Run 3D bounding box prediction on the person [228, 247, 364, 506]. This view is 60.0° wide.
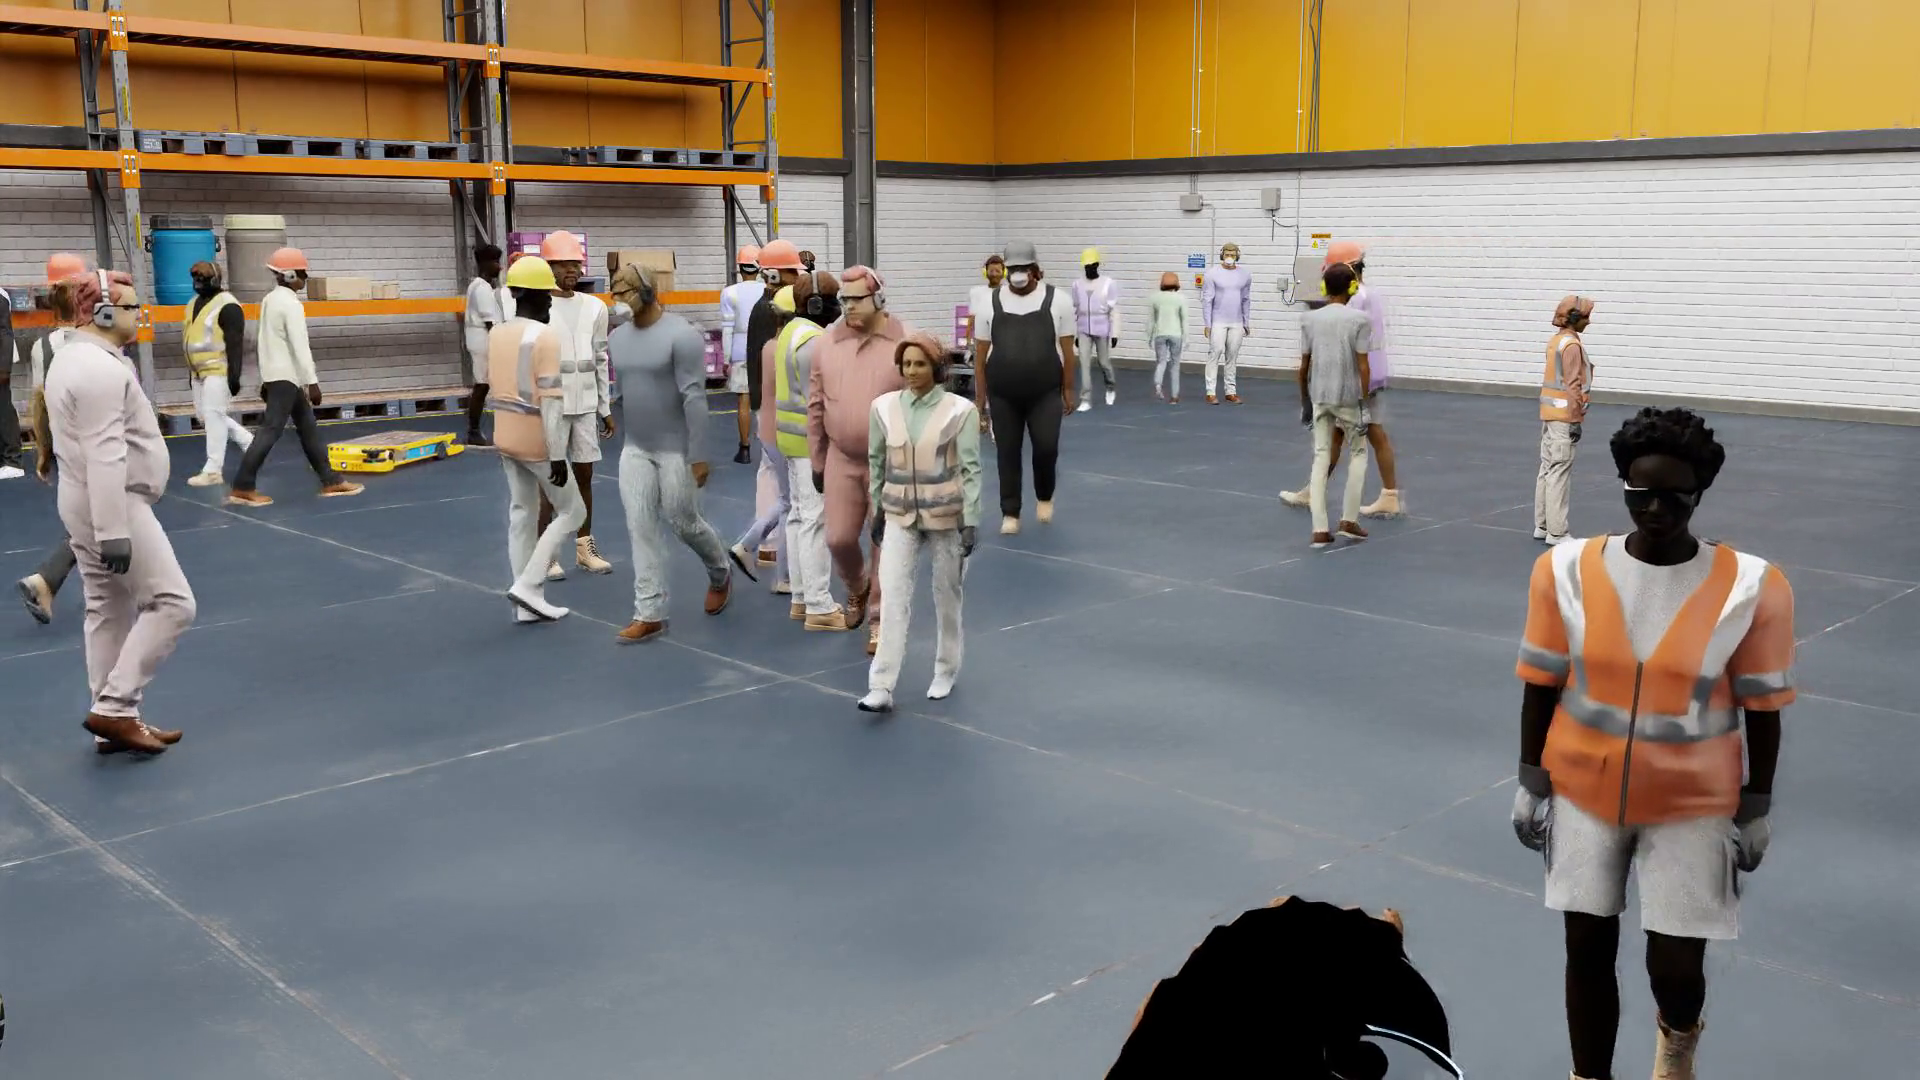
[{"bbox_3d":[-5.101,-1.231,12.558,1.036,1.941,0.640,-8,13,-36],"label":"person"}]

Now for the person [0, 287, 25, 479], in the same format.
[{"bbox_3d":[-8.103,-1.471,13.890,0.595,1.921,0.386,7,12,32],"label":"person"}]

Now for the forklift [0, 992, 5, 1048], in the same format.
[{"bbox_3d":[-3.245,0.323,3.363,2.313,2.155,1.214,2,11,13],"label":"forklift"}]

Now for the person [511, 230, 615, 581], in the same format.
[{"bbox_3d":[-2.323,-0.790,9.833,0.607,2.048,0.370,-9,14,-40],"label":"person"}]

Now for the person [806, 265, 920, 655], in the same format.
[{"bbox_3d":[-0.440,-0.394,8.146,0.642,1.888,0.515,2,11,11],"label":"person"}]

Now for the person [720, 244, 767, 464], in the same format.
[{"bbox_3d":[-1.854,-1.645,14.795,0.546,1.939,0.375,-3,11,-16],"label":"person"}]

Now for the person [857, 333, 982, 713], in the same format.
[{"bbox_3d":[-0.179,-0.056,7.014,0.545,1.598,0.808,3,11,17],"label":"person"}]

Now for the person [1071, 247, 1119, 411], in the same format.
[{"bbox_3d":[1.596,-2.474,19.466,0.594,1.896,0.879,5,11,24],"label":"person"}]

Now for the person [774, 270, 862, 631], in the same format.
[{"bbox_3d":[-0.732,-0.461,8.598,0.429,1.845,0.621,-3,11,-18],"label":"person"}]

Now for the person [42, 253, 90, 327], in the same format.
[{"bbox_3d":[-5.928,-0.999,11.368,0.470,1.902,0.581,-2,11,-8],"label":"person"}]

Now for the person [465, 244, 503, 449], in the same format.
[{"bbox_3d":[-4.387,-1.827,15.770,0.733,1.935,0.618,-3,11,-18],"label":"person"}]

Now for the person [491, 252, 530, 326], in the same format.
[{"bbox_3d":[-3.966,-1.672,15.131,0.574,1.876,0.340,3,11,14],"label":"person"}]

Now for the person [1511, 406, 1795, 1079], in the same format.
[{"bbox_3d":[1.453,0.544,3.548,0.541,1.680,0.401,7,12,32],"label":"person"}]

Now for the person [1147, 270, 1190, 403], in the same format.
[{"bbox_3d":[2.477,-2.426,19.941,0.526,1.608,0.540,3,11,18],"label":"person"}]

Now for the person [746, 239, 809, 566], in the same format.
[{"bbox_3d":[-1.112,-0.838,10.235,0.391,1.992,0.623,-1,10,-3],"label":"person"}]

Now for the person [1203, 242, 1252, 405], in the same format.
[{"bbox_3d":[3.206,-2.594,19.975,0.629,1.937,0.376,-3,11,-17],"label":"person"}]

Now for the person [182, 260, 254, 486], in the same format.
[{"bbox_3d":[-6.057,-1.375,13.621,0.637,1.824,0.708,8,13,37],"label":"person"}]

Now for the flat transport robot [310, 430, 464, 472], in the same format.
[{"bbox_3d":[-5.049,-0.799,14.730,0.652,0.197,1.431,2,11,13],"label":"flat transport robot"}]

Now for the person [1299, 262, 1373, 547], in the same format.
[{"bbox_3d":[2.498,-0.887,10.904,0.544,1.843,0.641,7,13,34],"label":"person"}]

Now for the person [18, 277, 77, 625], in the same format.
[{"bbox_3d":[-4.661,-0.463,8.714,0.518,1.820,0.784,3,11,18],"label":"person"}]

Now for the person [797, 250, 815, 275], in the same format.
[{"bbox_3d":[-1.935,-2.678,20.731,0.430,1.836,0.619,-7,13,-35],"label":"person"}]

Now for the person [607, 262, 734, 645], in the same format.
[{"bbox_3d":[-1.491,-0.465,8.487,0.657,1.896,0.868,6,12,29],"label":"person"}]

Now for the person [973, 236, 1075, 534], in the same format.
[{"bbox_3d":[0.420,-1.051,11.275,0.698,2.000,0.537,1,10,8],"label":"person"}]

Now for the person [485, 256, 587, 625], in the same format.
[{"bbox_3d":[-2.192,-0.500,8.608,0.620,1.912,0.418,9,14,41],"label":"person"}]

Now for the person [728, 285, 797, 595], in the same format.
[{"bbox_3d":[-1.005,-0.552,9.336,0.474,1.744,0.544,-4,11,-19],"label":"person"}]

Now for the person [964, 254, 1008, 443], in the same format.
[{"bbox_3d":[0.311,-1.906,16.498,0.533,1.846,0.824,0,10,2],"label":"person"}]

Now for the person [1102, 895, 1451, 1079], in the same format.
[{"bbox_3d":[0.183,1.019,1.098,0.280,1.632,0.501,-6,12,-30],"label":"person"}]

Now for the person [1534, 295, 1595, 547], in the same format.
[{"bbox_3d":[3.943,-0.775,10.865,0.309,1.640,0.513,1,10,4],"label":"person"}]

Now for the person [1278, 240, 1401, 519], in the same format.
[{"bbox_3d":[2.774,-1.146,11.956,0.981,1.974,0.627,6,12,31],"label":"person"}]

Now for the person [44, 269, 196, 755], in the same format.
[{"bbox_3d":[-3.231,-0.088,6.422,0.431,1.890,0.674,-7,13,-35],"label":"person"}]
